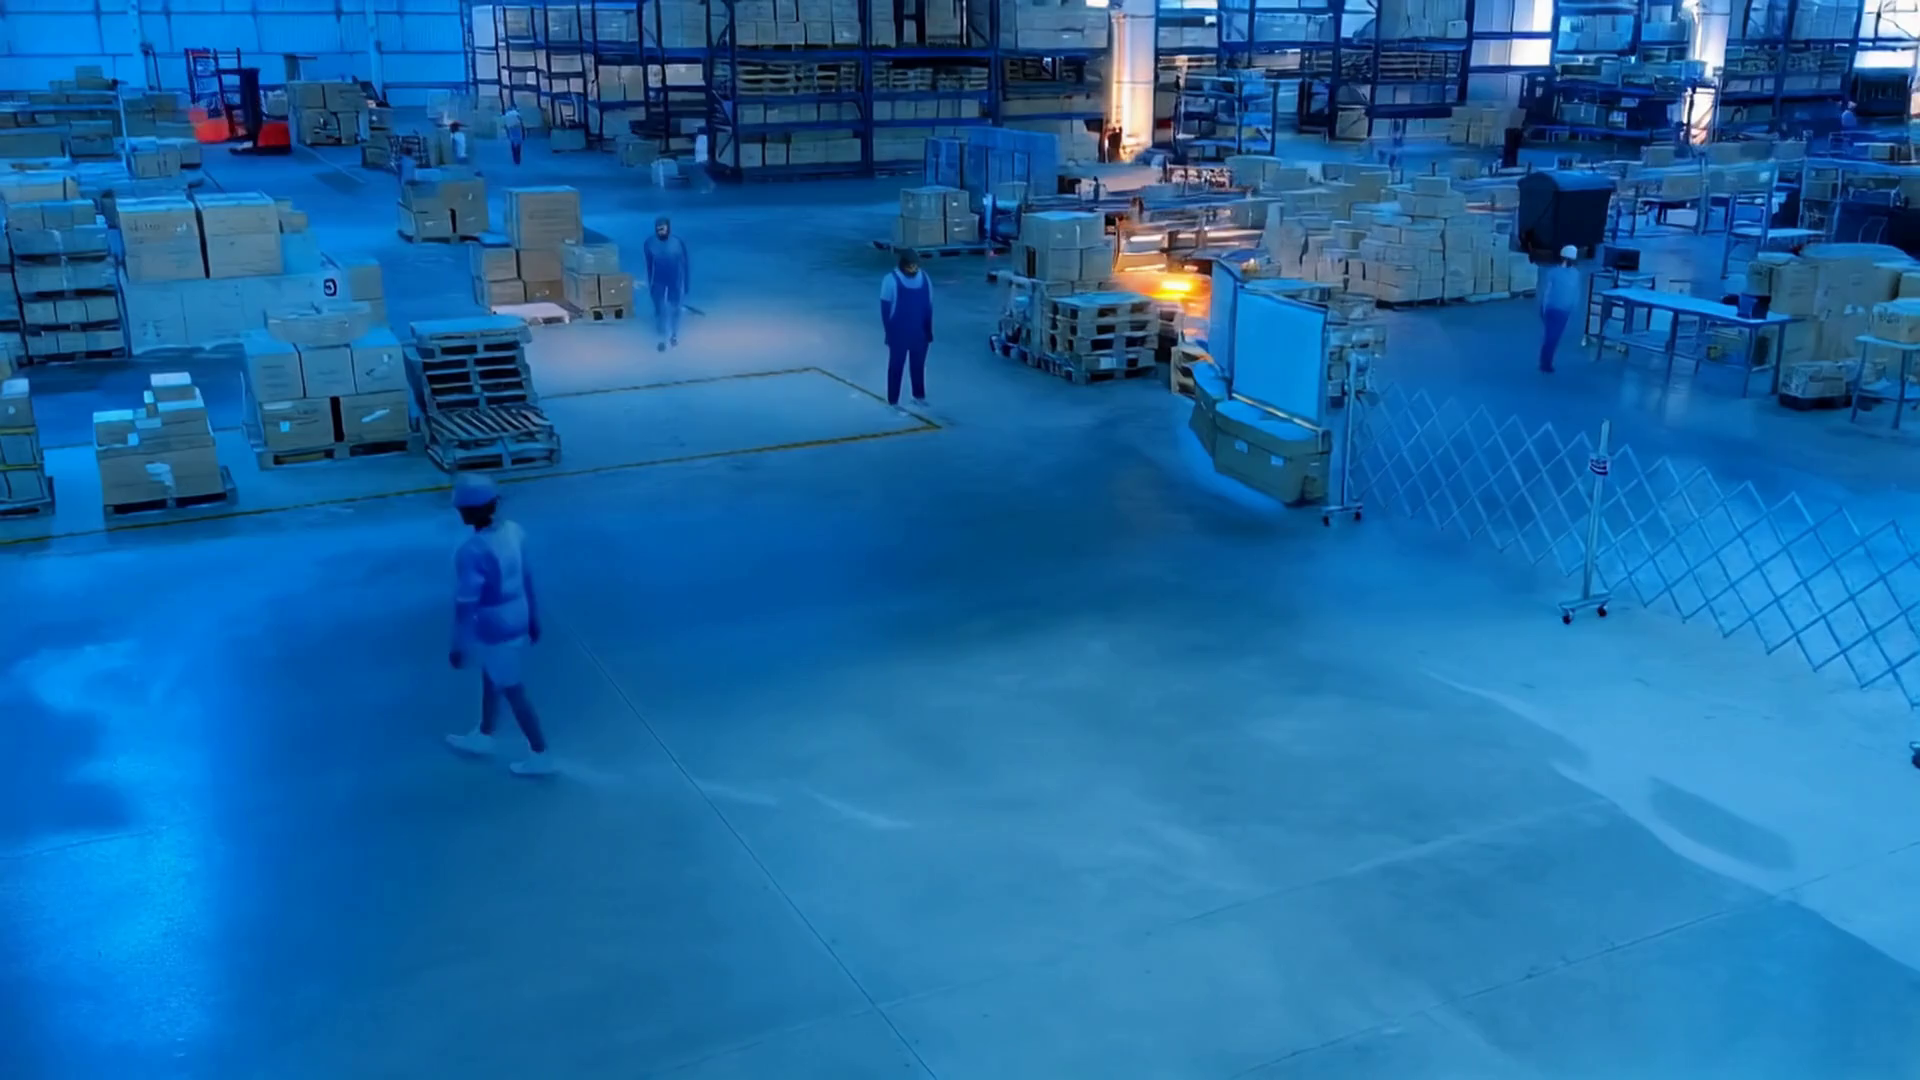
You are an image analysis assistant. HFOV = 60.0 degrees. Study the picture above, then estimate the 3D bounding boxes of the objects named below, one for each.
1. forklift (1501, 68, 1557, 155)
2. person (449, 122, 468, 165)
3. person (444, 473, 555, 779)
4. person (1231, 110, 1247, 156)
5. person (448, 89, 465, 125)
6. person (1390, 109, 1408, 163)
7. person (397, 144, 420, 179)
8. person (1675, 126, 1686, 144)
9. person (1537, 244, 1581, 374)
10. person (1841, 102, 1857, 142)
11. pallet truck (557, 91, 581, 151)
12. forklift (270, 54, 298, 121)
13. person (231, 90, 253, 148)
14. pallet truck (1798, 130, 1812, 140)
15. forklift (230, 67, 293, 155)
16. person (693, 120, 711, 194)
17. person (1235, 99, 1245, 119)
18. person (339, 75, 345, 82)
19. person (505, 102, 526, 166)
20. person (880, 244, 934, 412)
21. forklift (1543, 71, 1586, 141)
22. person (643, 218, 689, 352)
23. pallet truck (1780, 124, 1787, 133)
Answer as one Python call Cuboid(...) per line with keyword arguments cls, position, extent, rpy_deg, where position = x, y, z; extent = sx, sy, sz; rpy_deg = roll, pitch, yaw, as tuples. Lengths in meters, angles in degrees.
Cuboid(cls="forklift", position=(18.980, -14.019, 54.541), extent=(1.873, 2.768, 1.129), rpy_deg=(-9, 20, -26))
Cuboid(cls="person", position=(-13.274, -10.053, 43.805), extent=(0.987, 1.862, 0.614), rpy_deg=(3, 18, 8))
Cuboid(cls="person", position=(-3.027, 0.547, 10.542), extent=(0.970, 1.997, 0.632), rpy_deg=(5, 18, 15))
Cuboid(cls="person", position=(8.716, -12.574, 51.951), extent=(0.540, 1.681, 0.462), rpy_deg=(11, 21, 31))
Cuboid(cls="person", position=(-18.580, -15.733, 61.551), extent=(0.638, 1.851, 1.054), rpy_deg=(-10, 21, -29))
Cuboid(cls="person", position=(13.938, -12.752, 52.537), extent=(0.781, 1.662, 0.554), rpy_deg=(-2, 18, -6))
Cuboid(cls="person", position=(-12.973, -8.489, 39.234), extent=(0.540, 1.683, 0.493), rpy_deg=(-2, 18, -6))
Cuboid(cls="person", position=(21.094, -11.649, 48.679), extent=(0.513, 1.927, 0.634), rpy_deg=(5, 18, 15))
Cuboid(cls="person", position=(8.037, -3.093, 22.300), extent=(0.519, 1.741, 0.527), rpy_deg=(-3, 18, -9))
Cuboid(cls="person", position=(28.990, -13.408, 54.368), extent=(0.596, 1.809, 0.818), rpy_deg=(-6, 19, -18))
Cuboid(cls="pallet truck", position=(-13.495, -14.412, 57.188), extent=(0.823, 1.965, 1.885), rpy_deg=(-3, 18, -9))
Cuboid(cls="forklift", position=(-28.276, -19.157, 70.557), extent=(1.873, 2.768, 1.129), rpy_deg=(-9, 20, -26))
Cuboid(cls="person", position=(-25.081, -14.709, 58.158), extent=(0.607, 1.964, 0.687), rpy_deg=(-2, 18, -7))
Cuboid(cls="pallet truck", position=(25.526, -11.556, 49.408), extent=(1.630, 1.274, 0.653), rpy_deg=(-9, 20, -26))
Cuboid(cls="forklift", position=(-23.423, -14.297, 55.405), extent=(1.873, 2.768, 1.129), rpy_deg=(-9, 20, -26))
Cuboid(cls="person", position=(-6.835, -10.083, 43.813), extent=(0.399, 1.921, 0.554), rpy_deg=(1, 18, 2))
Cuboid(cls="person", position=(11.296, -17.413, 66.694), extent=(0.403, 1.904, 0.652), rpy_deg=(-7, 19, -22))
Cuboid(cls="person", position=(-27.085, -19.504, 73.228), extent=(0.968, 1.888, 0.621), rpy_deg=(-5, 18, -15))
Cuboid(cls="person", position=(-13.853, -12.649, 51.827), extent=(0.600, 1.926, 1.009), rpy_deg=(-1, 18, -2))
Cuboid(cls="person", position=(-0.601, -2.579, 20.227), extent=(0.674, 2.000, 0.535), rpy_deg=(-9, 20, -26))
Cuboid(cls="forklift", position=(18.685, -13.231, 52.085), extent=(1.873, 2.768, 1.129), rpy_deg=(-9, 20, -26))
Cuboid(cls="person", position=(-4.211, -3.674, 23.894), extent=(0.653, 1.882, 1.007), rpy_deg=(-1, 18, -3))
Cuboid(cls="pallet truck", position=(25.206, -12.542, 52.601), extent=(1.601, 1.201, 0.680), rpy_deg=(0, 18, -2))
